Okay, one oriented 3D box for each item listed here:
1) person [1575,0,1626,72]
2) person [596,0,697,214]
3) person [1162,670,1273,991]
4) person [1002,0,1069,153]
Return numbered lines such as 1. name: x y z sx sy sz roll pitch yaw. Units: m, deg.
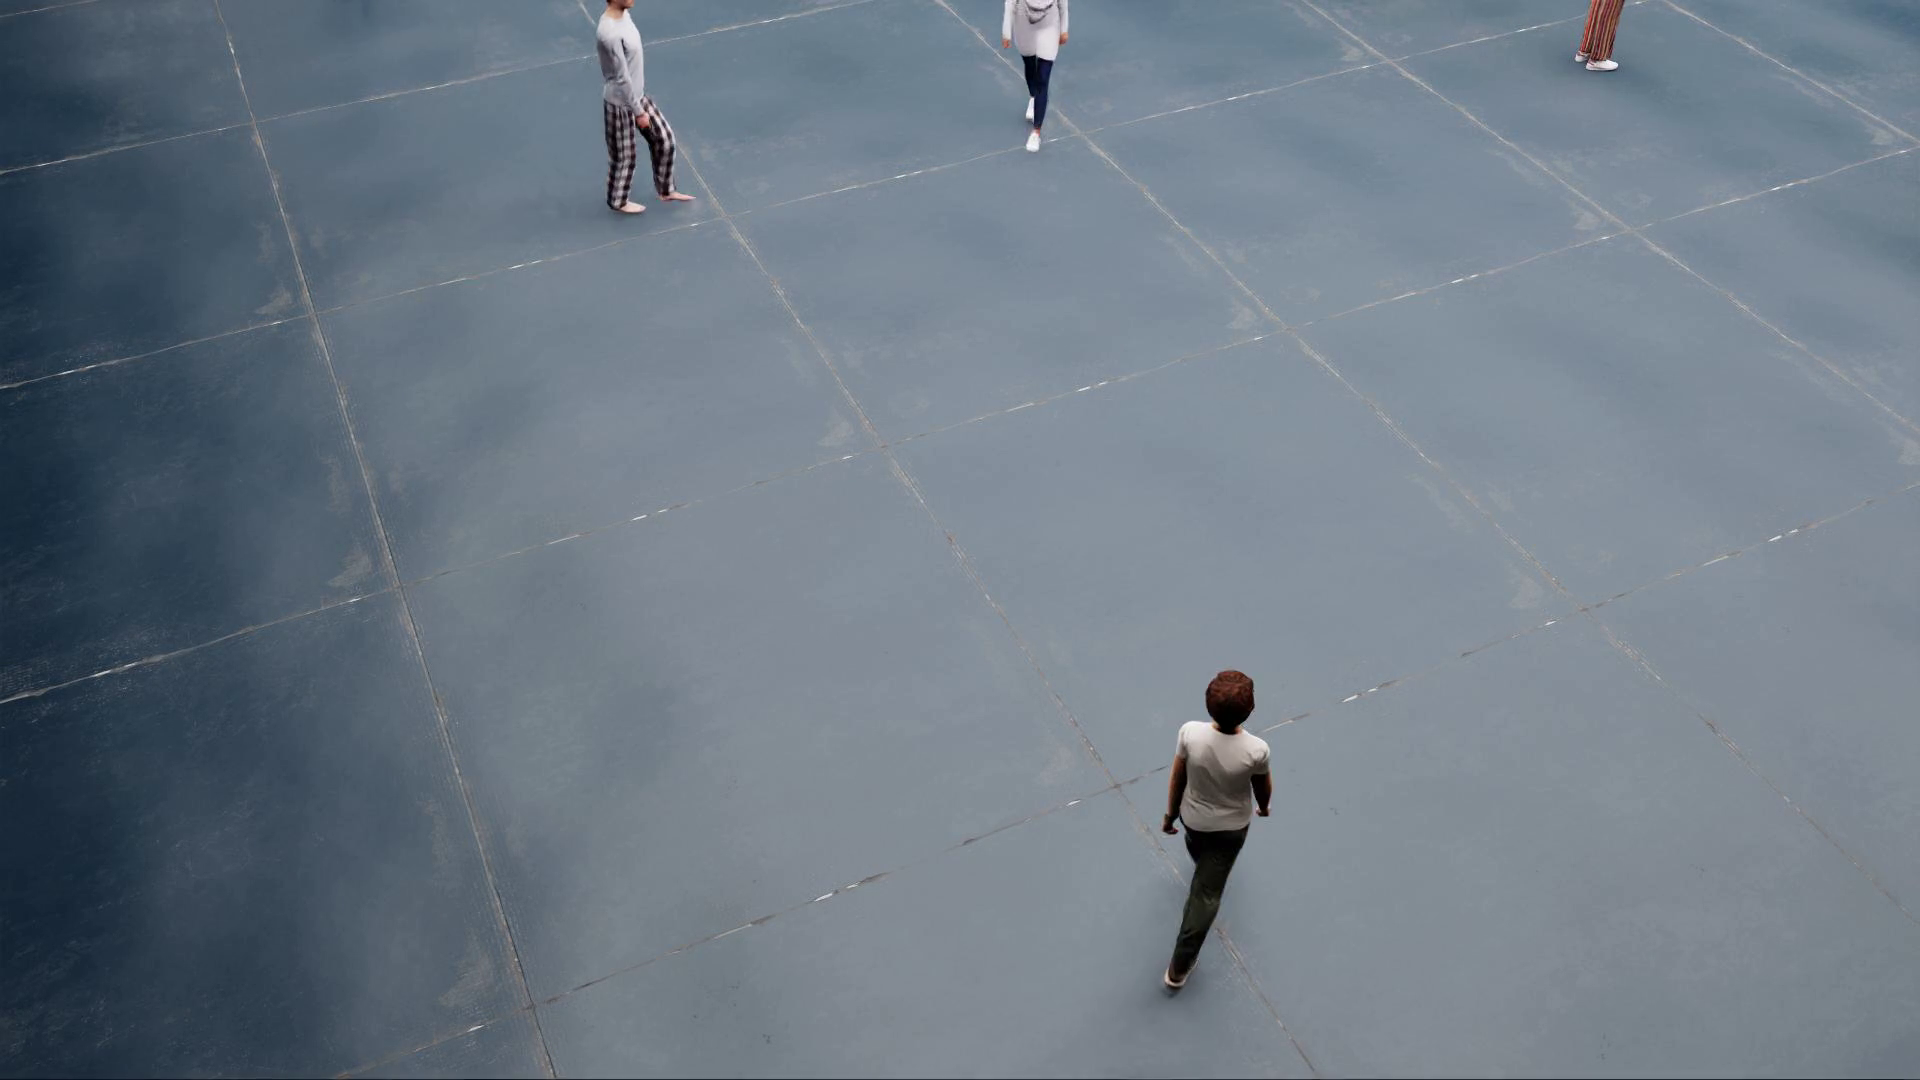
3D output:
1. person: 5.426 -4.676 13.744 0.658 1.562 0.514 -8 43 -9
2. person: -2.470 -3.141 11.855 0.944 1.828 0.937 6 43 6
3. person: 1.076 1.270 7.162 1.107 1.608 1.119 16 45 17
4. person: 0.599 -3.964 12.836 1.047 1.728 1.218 6 43 7
